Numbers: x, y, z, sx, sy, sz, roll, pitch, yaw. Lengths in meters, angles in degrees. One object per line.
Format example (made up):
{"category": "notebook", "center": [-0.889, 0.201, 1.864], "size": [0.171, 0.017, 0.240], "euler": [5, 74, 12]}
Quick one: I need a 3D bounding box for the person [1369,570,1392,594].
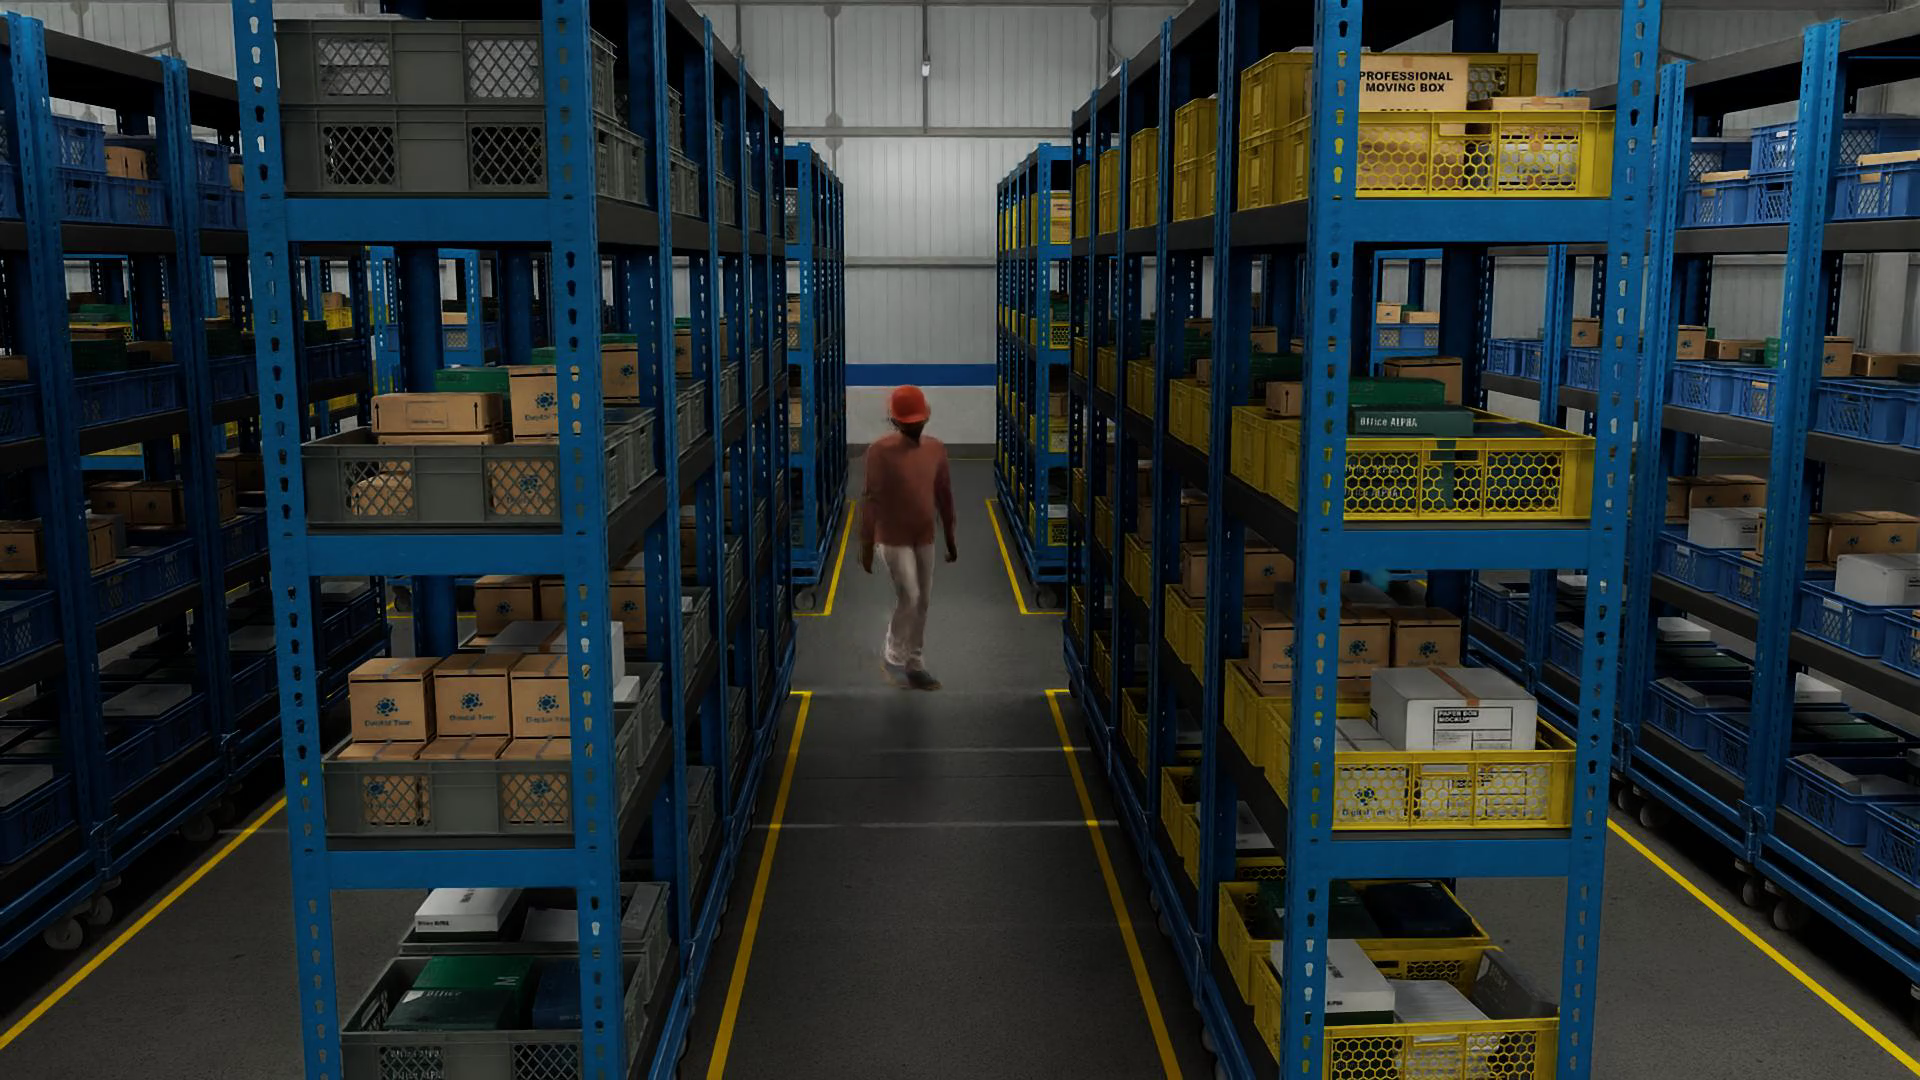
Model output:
{"category": "person", "center": [3.085, -0.234, 12.297], "size": [0.706, 1.821, 0.569], "euler": [3, 10, 15]}

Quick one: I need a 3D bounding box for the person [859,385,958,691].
{"category": "person", "center": [-0.293, 0.003, 10.418], "size": [0.726, 1.957, 0.439], "euler": [-8, 12, -41]}
